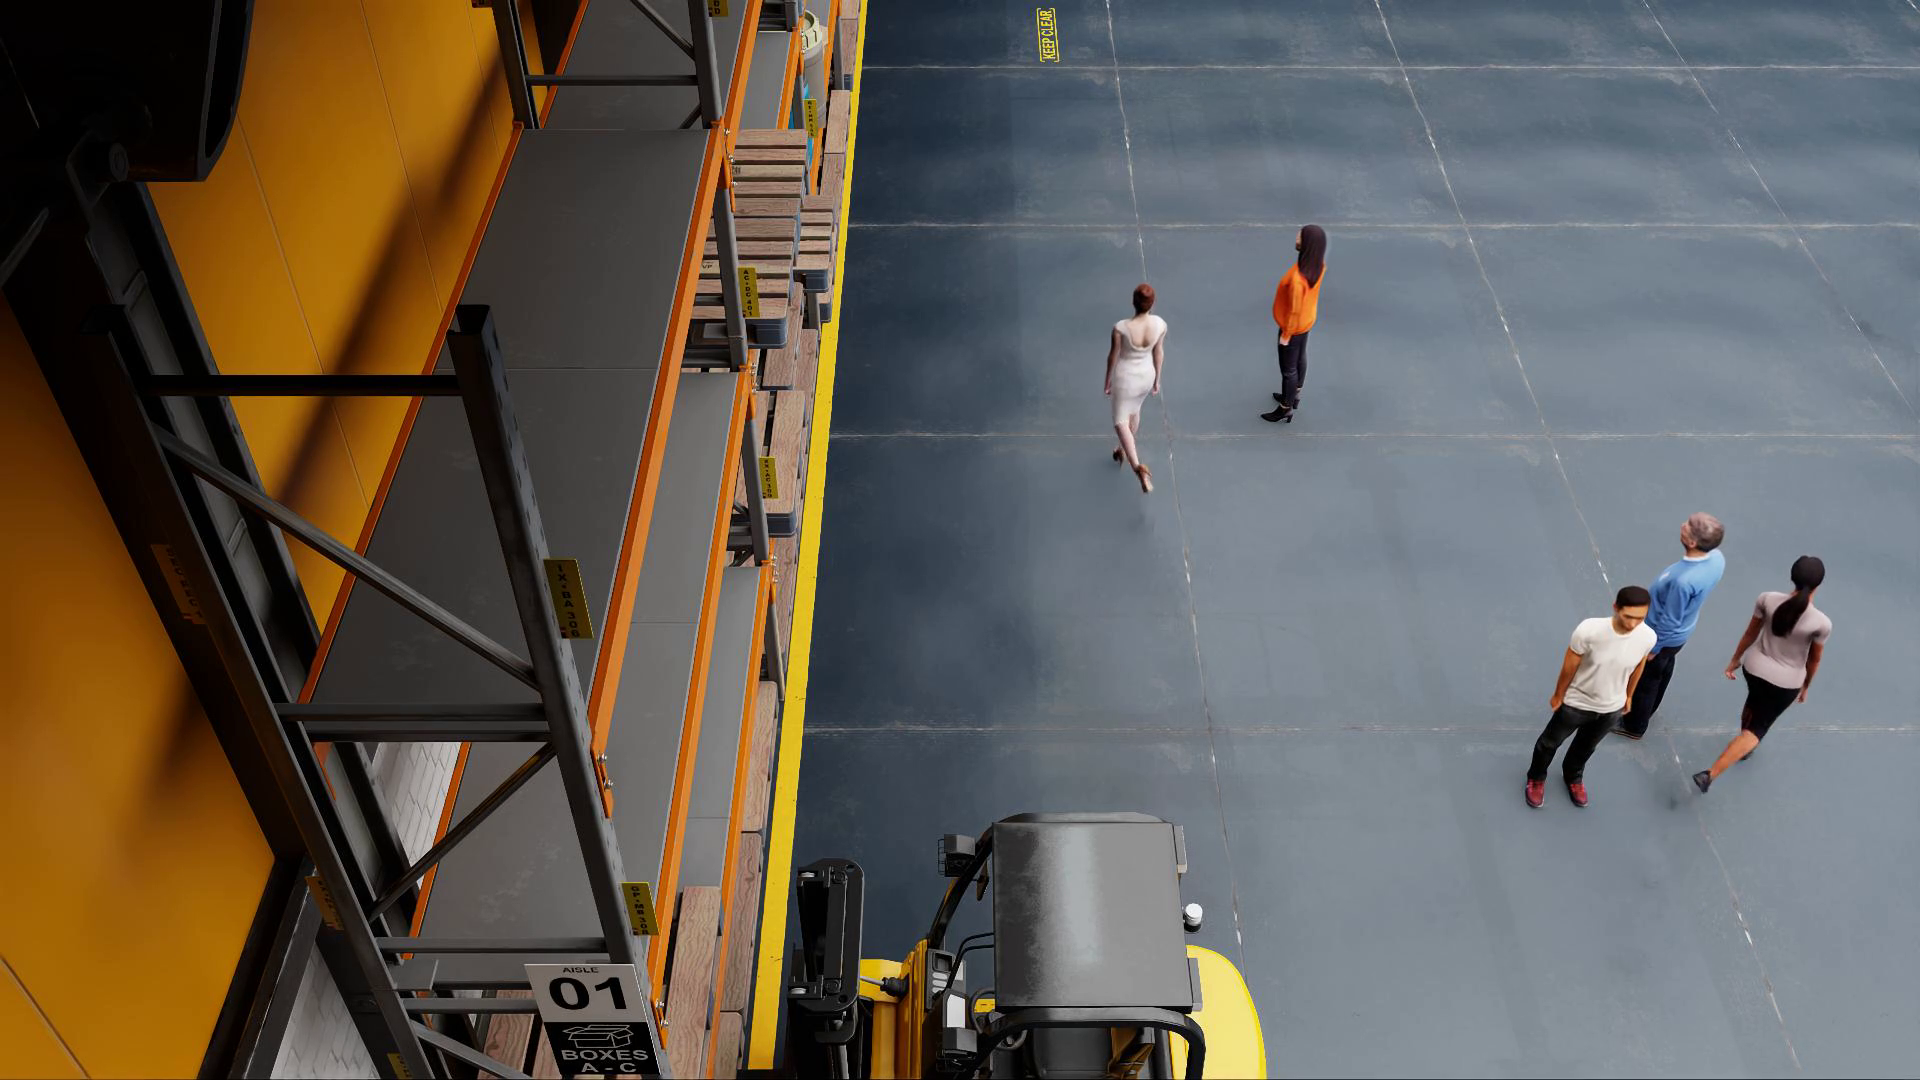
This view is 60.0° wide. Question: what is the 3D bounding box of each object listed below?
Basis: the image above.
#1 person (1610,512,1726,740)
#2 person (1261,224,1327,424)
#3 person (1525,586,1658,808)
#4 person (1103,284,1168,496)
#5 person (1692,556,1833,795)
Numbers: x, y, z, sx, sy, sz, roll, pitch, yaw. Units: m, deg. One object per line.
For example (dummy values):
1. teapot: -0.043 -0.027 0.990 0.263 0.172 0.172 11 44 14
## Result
1. person: 4.424 0.533 10.367 0.807 1.814 0.726 30 51 28
2. person: 2.575 -1.654 12.710 0.766 1.749 0.649 20 47 20
3. person: 3.790 0.923 9.969 0.626 1.799 0.513 0 44 0
4. person: 1.271 -1.070 12.079 0.728 1.773 1.037 -8 44 -9
5. person: 4.867 0.881 10.081 1.140 1.705 1.118 -27 50 -25
